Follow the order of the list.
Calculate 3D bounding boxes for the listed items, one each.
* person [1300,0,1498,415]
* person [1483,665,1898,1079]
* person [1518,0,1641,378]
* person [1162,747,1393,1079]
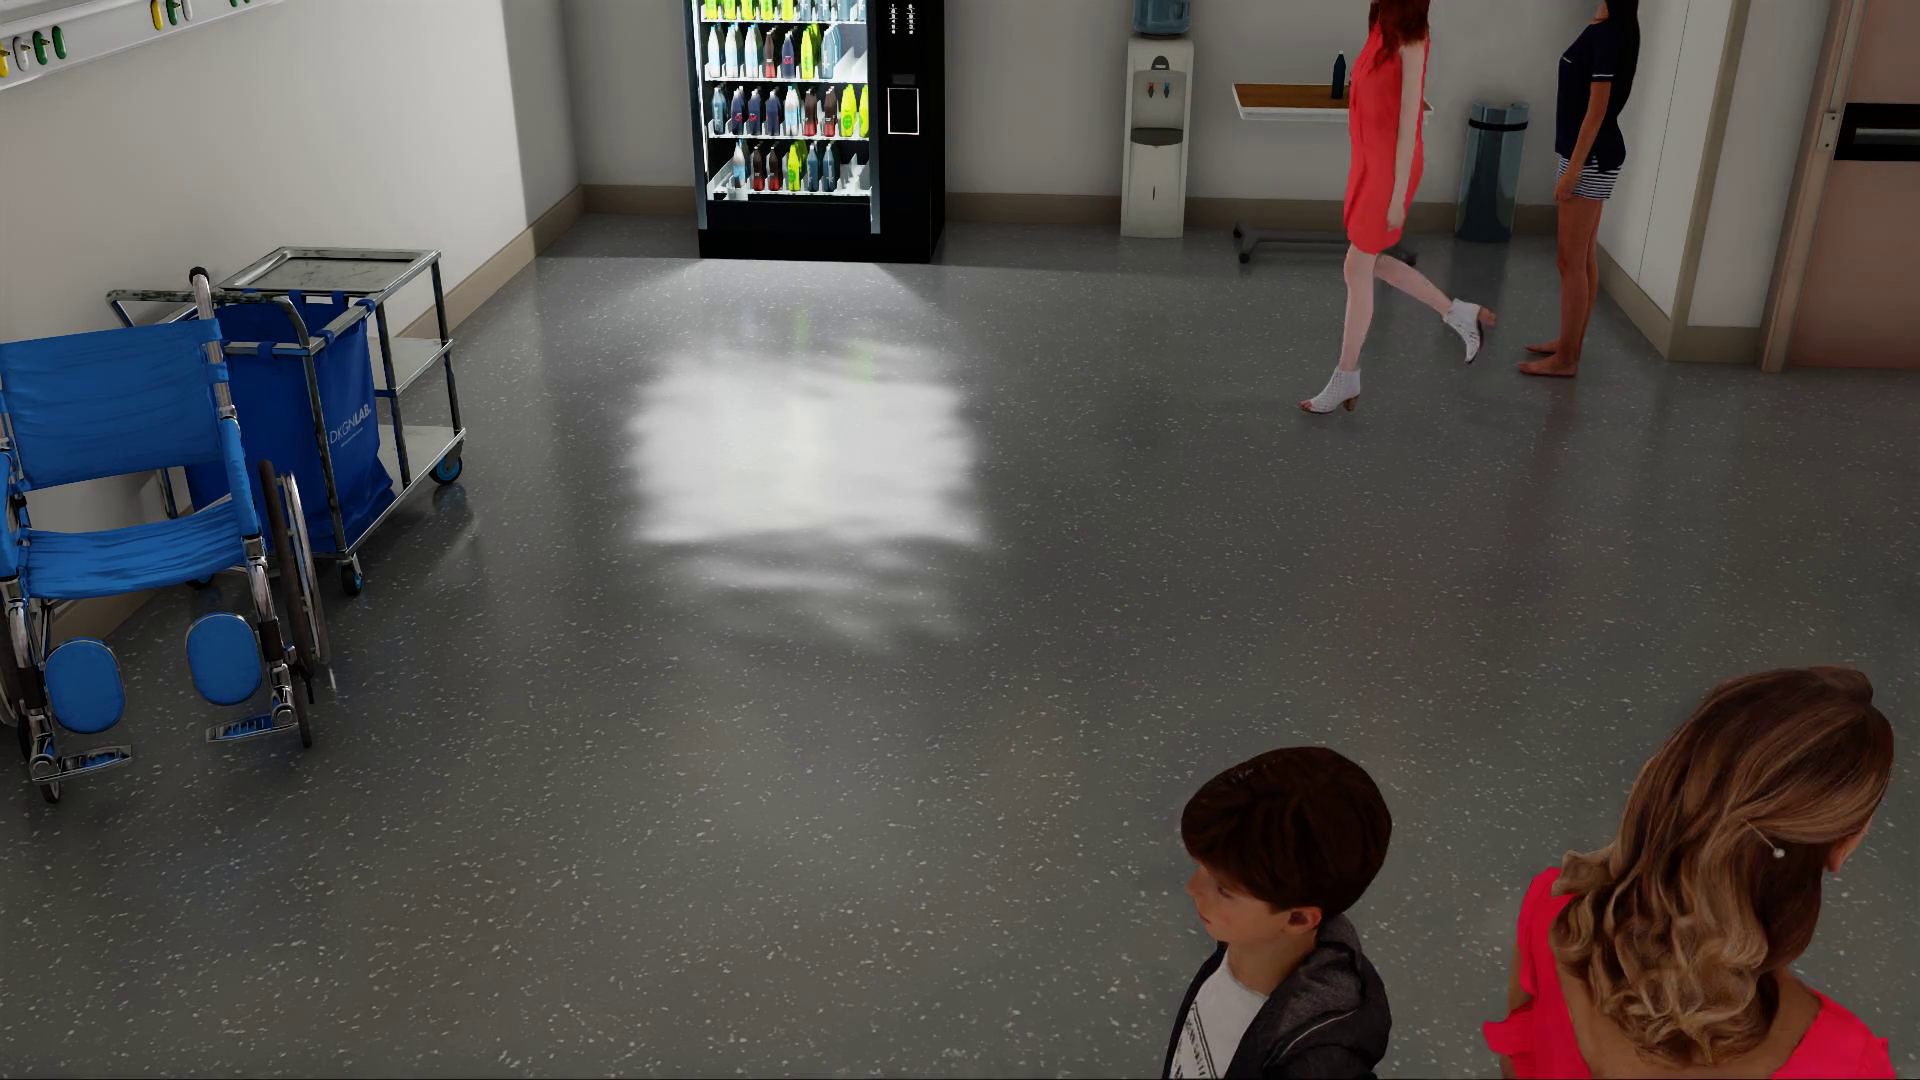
[{"bbox_3d":[1.711,-1.348,6.373,1.040,1.808,0.705,-2,26,-4],"label":"person"},{"bbox_3d":[0.626,0.929,1.770,0.947,1.704,0.901,-23,34,-39],"label":"person"},{"bbox_3d":[2.587,-1.546,6.832,0.650,1.766,0.650,13,29,26],"label":"person"},{"bbox_3d":[0.364,0.888,2.150,0.582,1.448,0.579,-3,26,-7],"label":"person"}]
